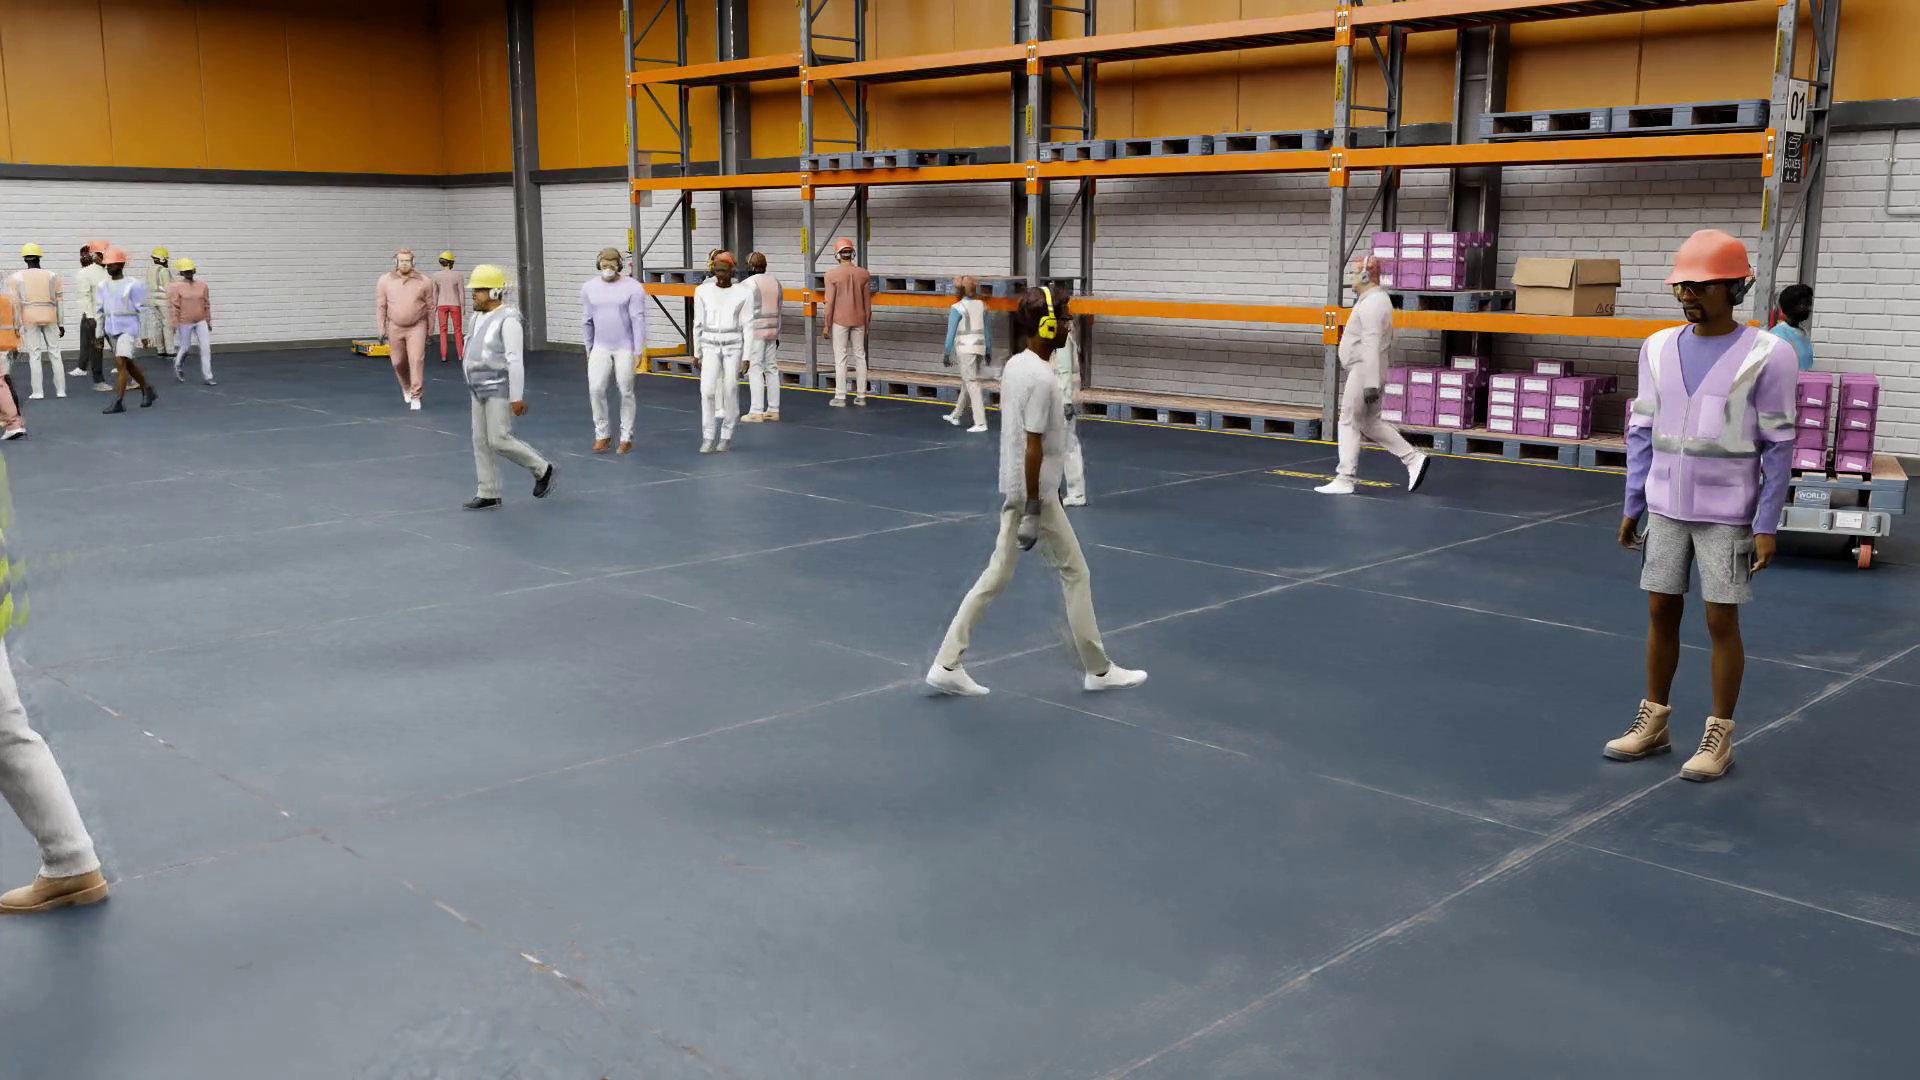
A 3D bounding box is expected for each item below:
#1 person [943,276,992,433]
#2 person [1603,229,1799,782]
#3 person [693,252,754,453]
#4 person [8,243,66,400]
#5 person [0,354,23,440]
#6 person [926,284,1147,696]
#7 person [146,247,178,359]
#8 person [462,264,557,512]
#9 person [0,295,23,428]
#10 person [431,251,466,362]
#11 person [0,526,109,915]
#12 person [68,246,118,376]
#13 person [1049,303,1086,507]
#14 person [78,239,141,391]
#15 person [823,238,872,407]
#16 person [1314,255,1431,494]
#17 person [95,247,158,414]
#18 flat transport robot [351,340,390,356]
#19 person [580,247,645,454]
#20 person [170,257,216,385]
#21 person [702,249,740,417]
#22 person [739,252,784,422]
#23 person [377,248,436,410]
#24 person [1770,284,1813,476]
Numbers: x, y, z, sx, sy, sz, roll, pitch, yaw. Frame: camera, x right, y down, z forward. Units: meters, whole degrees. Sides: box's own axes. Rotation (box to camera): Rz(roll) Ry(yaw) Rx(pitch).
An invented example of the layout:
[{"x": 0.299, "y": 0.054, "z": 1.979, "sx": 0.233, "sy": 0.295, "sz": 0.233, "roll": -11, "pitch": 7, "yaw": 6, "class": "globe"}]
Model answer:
[{"x": 0.025, "y": -1.921, "z": 17.234, "sx": 0.835, "sy": 1.596, "sz": 0.524, "roll": 9, "pitch": 14, "yaw": 41, "class": "person"}, {"x": 2.738, "y": -0.120, "z": 6.190, "sx": 0.392, "sy": 2.041, "sz": 0.615, "roll": -8, "pitch": 13, "yaw": -36, "class": "person"}, {"x": -2.204, "y": -1.718, "z": 15.390, "sx": 0.597, "sy": 1.859, "sz": 0.715, "roll": 0, "pitch": 10, "yaw": 2, "class": "person"}, {"x": -11.391, "y": -2.695, "z": 20.558, "sx": 0.589, "sy": 1.923, "sz": 0.383, "roll": -9, "pitch": 13, "yaw": -39, "class": "person"}, {"x": -9.752, "y": -1.896, "z": 16.422, "sx": 1.011, "sy": 1.856, "sz": 0.648, "roll": 5, "pitch": 11, "yaw": 25, "class": "person"}, {"x": 0.309, "y": -0.201, "z": 7.270, "sx": 1.004, "sy": 1.827, "sz": 0.518, "roll": -4, "pitch": 11, "yaw": -19, "class": "person"}, {"x": -13.079, "y": -3.894, "z": 27.344, "sx": 0.589, "sy": 1.834, "sz": 0.404, "roll": 8, "pitch": 13, "yaw": 36, "class": "person"}, {"x": -3.386, "y": -1.122, "z": 12.283, "sx": 0.630, "sy": 1.815, "sz": 0.598, "roll": -9, "pitch": 14, "yaw": -41, "class": "person"}, {"x": -10.189, "y": -2.003, "z": 17.433, "sx": 0.651, "sy": 1.672, "sz": 0.558, "roll": 0, "pitch": 10, "yaw": -1, "class": "person"}, {"x": -8.173, "y": -3.723, "z": 26.605, "sx": 0.526, "sy": 1.765, "sz": 0.329, "roll": -1, "pitch": 10, "yaw": -6, "class": "person"}, {"x": -3.010, "y": 0.272, "z": 4.744, "sx": 0.974, "sy": 1.786, "sz": 0.654, "roll": -4, "pitch": 11, "yaw": -20, "class": "person"}, {"x": -12.623, "y": -3.347, "z": 24.293, "sx": 0.605, "sy": 1.869, "sz": 0.987, "roll": 4, "pitch": 11, "yaw": 19, "class": "person"}, {"x": 0.649, "y": -1.022, "z": 12.290, "sx": 0.666, "sy": 1.616, "sz": 0.536, "roll": 0, "pitch": 10, "yaw": -1, "class": "person"}, {"x": -10.990, "y": -2.893, "z": 21.515, "sx": 0.869, "sy": 1.962, "sz": 0.639, "roll": 6, "pitch": 12, "yaw": 30, "class": "person"}, {"x": -1.344, "y": -2.574, "z": 19.729, "sx": 0.611, "sy": 1.985, "sz": 0.393, "roll": -6, "pitch": 12, "yaw": -29, "class": "person"}, {"x": 3.240, "y": -1.272, "z": 12.935, "sx": 0.798, "sy": 1.882, "sz": 0.650, "roll": 4, "pitch": 11, "yaw": 20, "class": "person"}, {"x": -9.675, "y": -2.436, "z": 19.259, "sx": 0.555, "sy": 1.903, "sz": 0.990, "roll": 2, "pitch": 11, "yaw": 11, "class": "person"}, {"x": -9.823, "y": -3.262, "z": 28.162, "sx": 0.652, "sy": 0.197, "sz": 1.431, "roll": -6, "pitch": 12, "yaw": -31, "class": "flat transport robot"}, {"x": -3.200, "y": -1.730, "z": 15.343, "sx": 0.632, "sy": 1.908, "sz": 0.583, "roll": 1, "pitch": 10, "yaw": 5, "class": "person"}, {"x": -10.449, "y": -2.964, "z": 22.554, "sx": 0.772, "sy": 1.728, "sz": 0.538, "roll": 10, "pitch": 14, "yaw": 43, "class": "person"}, {"x": -2.679, "y": -2.302, "z": 18.571, "sx": 0.313, "sy": 1.866, "sz": 0.539, "roll": 10, "pitch": 14, "yaw": 42, "class": "person"}, {"x": -2.196, "y": -2.204, "z": 18.108, "sx": 0.428, "sy": 1.842, "sz": 0.631, "roll": 7, "pitch": 13, "yaw": 35, "class": "person"}, {"x": -6.515, "y": -2.497, "z": 19.611, "sx": 0.645, "sy": 1.884, "sz": 0.857, "roll": -2, "pitch": 11, "yaw": -11, "class": "person"}, {"x": 5.989, "y": -1.045, "z": 12.242, "sx": 0.537, "sy": 1.683, "sz": 0.623, "roll": -10, "pitch": 14, "yaw": -42, "class": "person"}]
